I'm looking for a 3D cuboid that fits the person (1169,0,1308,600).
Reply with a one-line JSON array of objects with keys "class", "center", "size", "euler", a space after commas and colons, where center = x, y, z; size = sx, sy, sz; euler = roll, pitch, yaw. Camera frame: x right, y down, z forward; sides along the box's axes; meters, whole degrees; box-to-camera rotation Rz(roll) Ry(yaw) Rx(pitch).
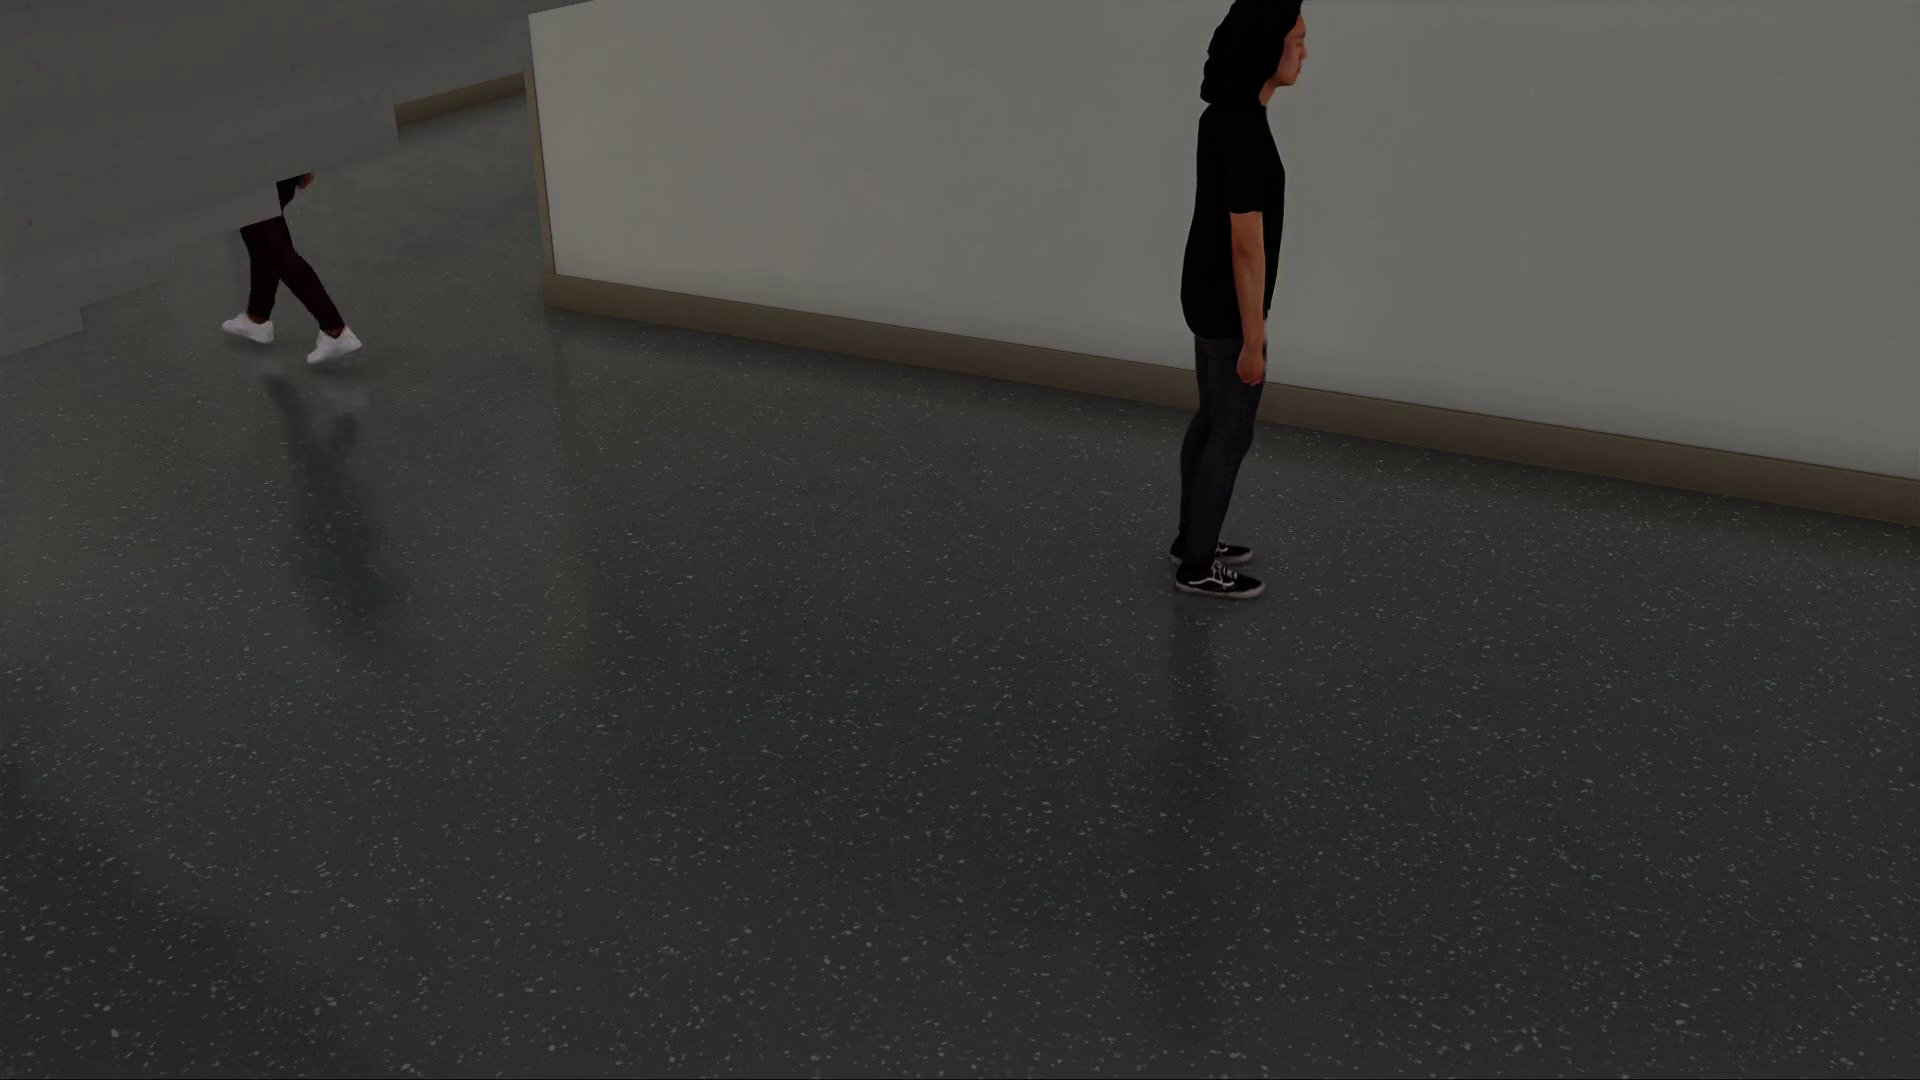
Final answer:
[{"class": "person", "center": [0.786, -0.706, 4.931], "size": [0.700, 1.826, 0.711], "euler": [-1, 26, -3]}]
